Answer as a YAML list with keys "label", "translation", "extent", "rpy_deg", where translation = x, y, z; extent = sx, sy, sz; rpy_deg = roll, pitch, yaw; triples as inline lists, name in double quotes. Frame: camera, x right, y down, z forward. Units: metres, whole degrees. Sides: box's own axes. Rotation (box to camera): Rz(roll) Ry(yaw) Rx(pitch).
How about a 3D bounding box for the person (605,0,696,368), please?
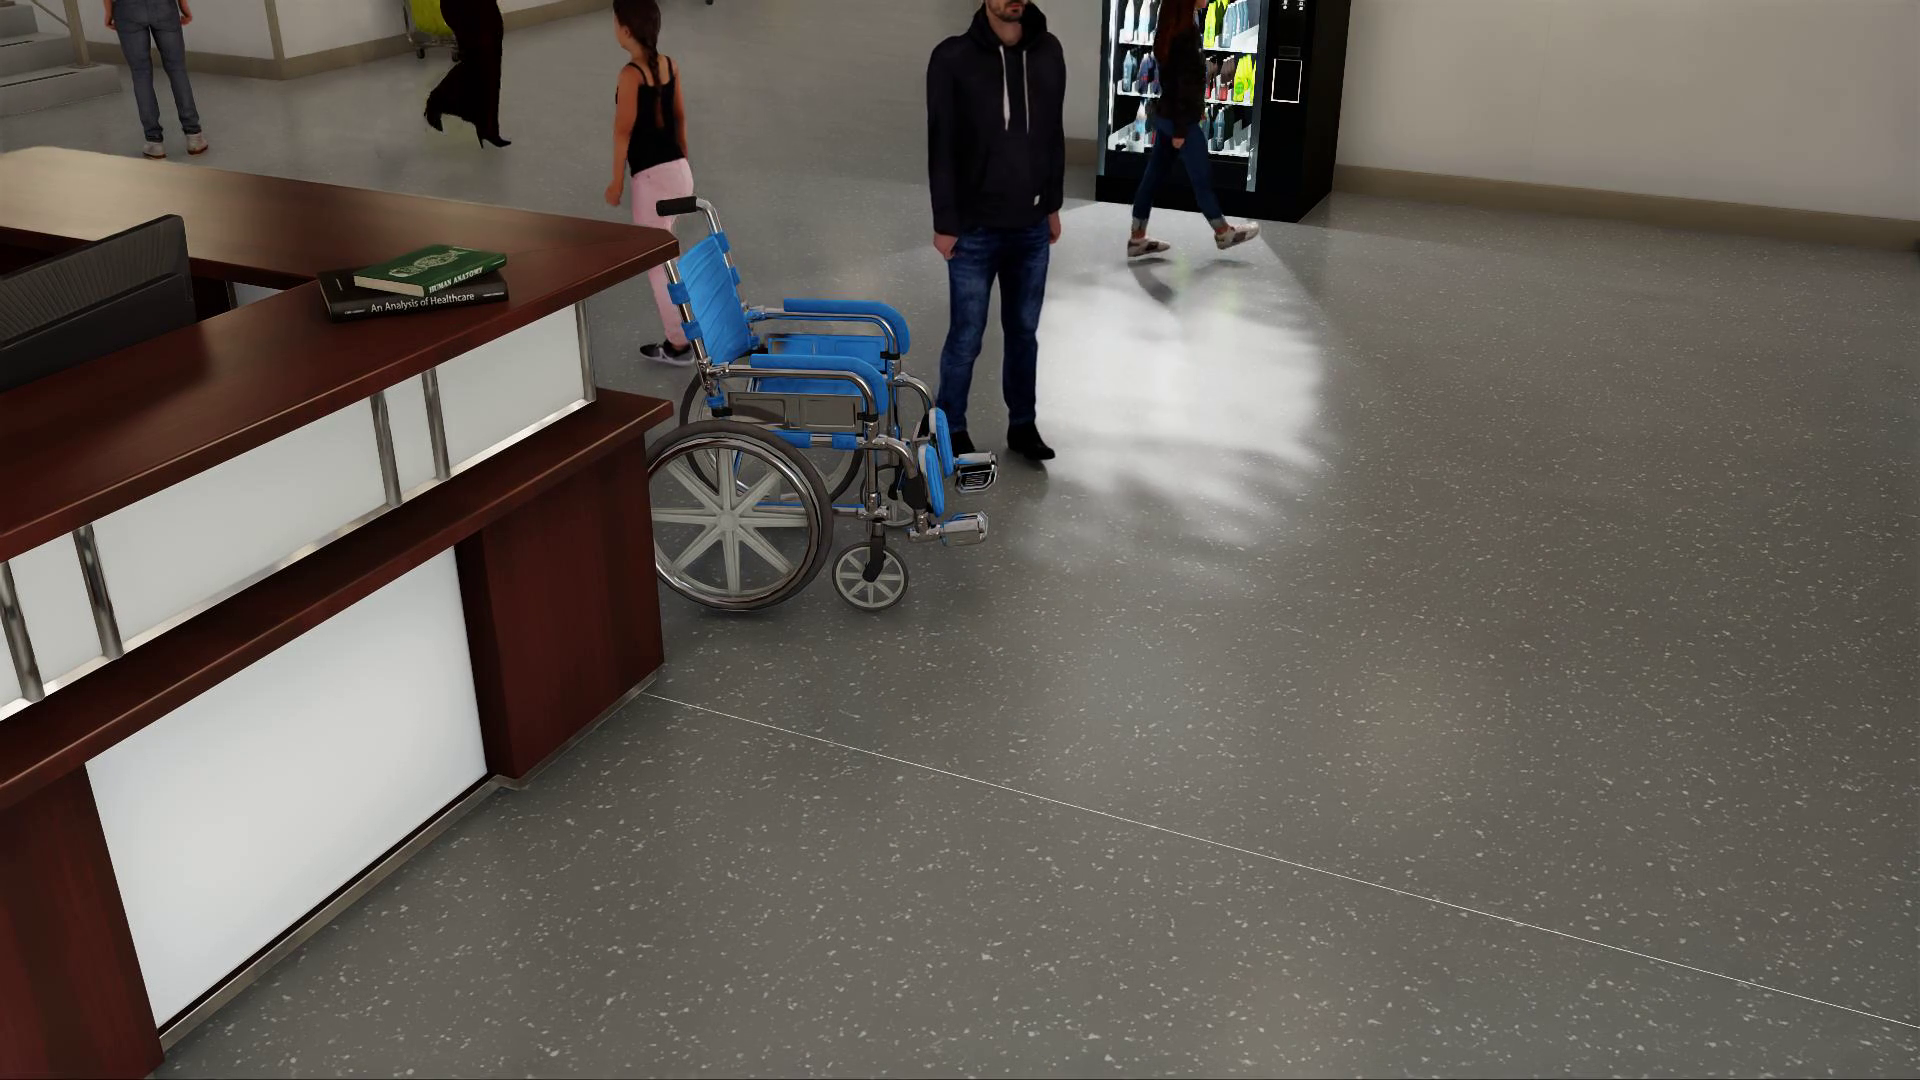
- label: "person"
  translation: [-1.206, -1.484, 6.969]
  extent: [0.553, 1.554, 0.524]
  rpy_deg: [10, 28, 20]

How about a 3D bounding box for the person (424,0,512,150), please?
- label: "person"
  translation: [-3.231, -3.373, 10.665]
  extent: [0.915, 1.748, 0.875]
  rpy_deg: [-17, 30, -31]

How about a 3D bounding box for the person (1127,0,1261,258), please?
- label: "person"
  translation: [1.039, -2.134, 8.436]
  extent: [0.997, 1.450, 0.902]
  rpy_deg: [-7, 27, -13]

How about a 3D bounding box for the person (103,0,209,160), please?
- label: "person"
  translation: [-5.183, -3.409, 10.563]
  extent: [0.747, 1.901, 0.765]
  rpy_deg: [-13, 29, -26]

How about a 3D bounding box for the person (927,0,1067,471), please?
- label: "person"
  translation: [0.126, -1.156, 5.908]
  extent: [0.758, 1.886, 0.809]
  rpy_deg: [-11, 28, -22]
